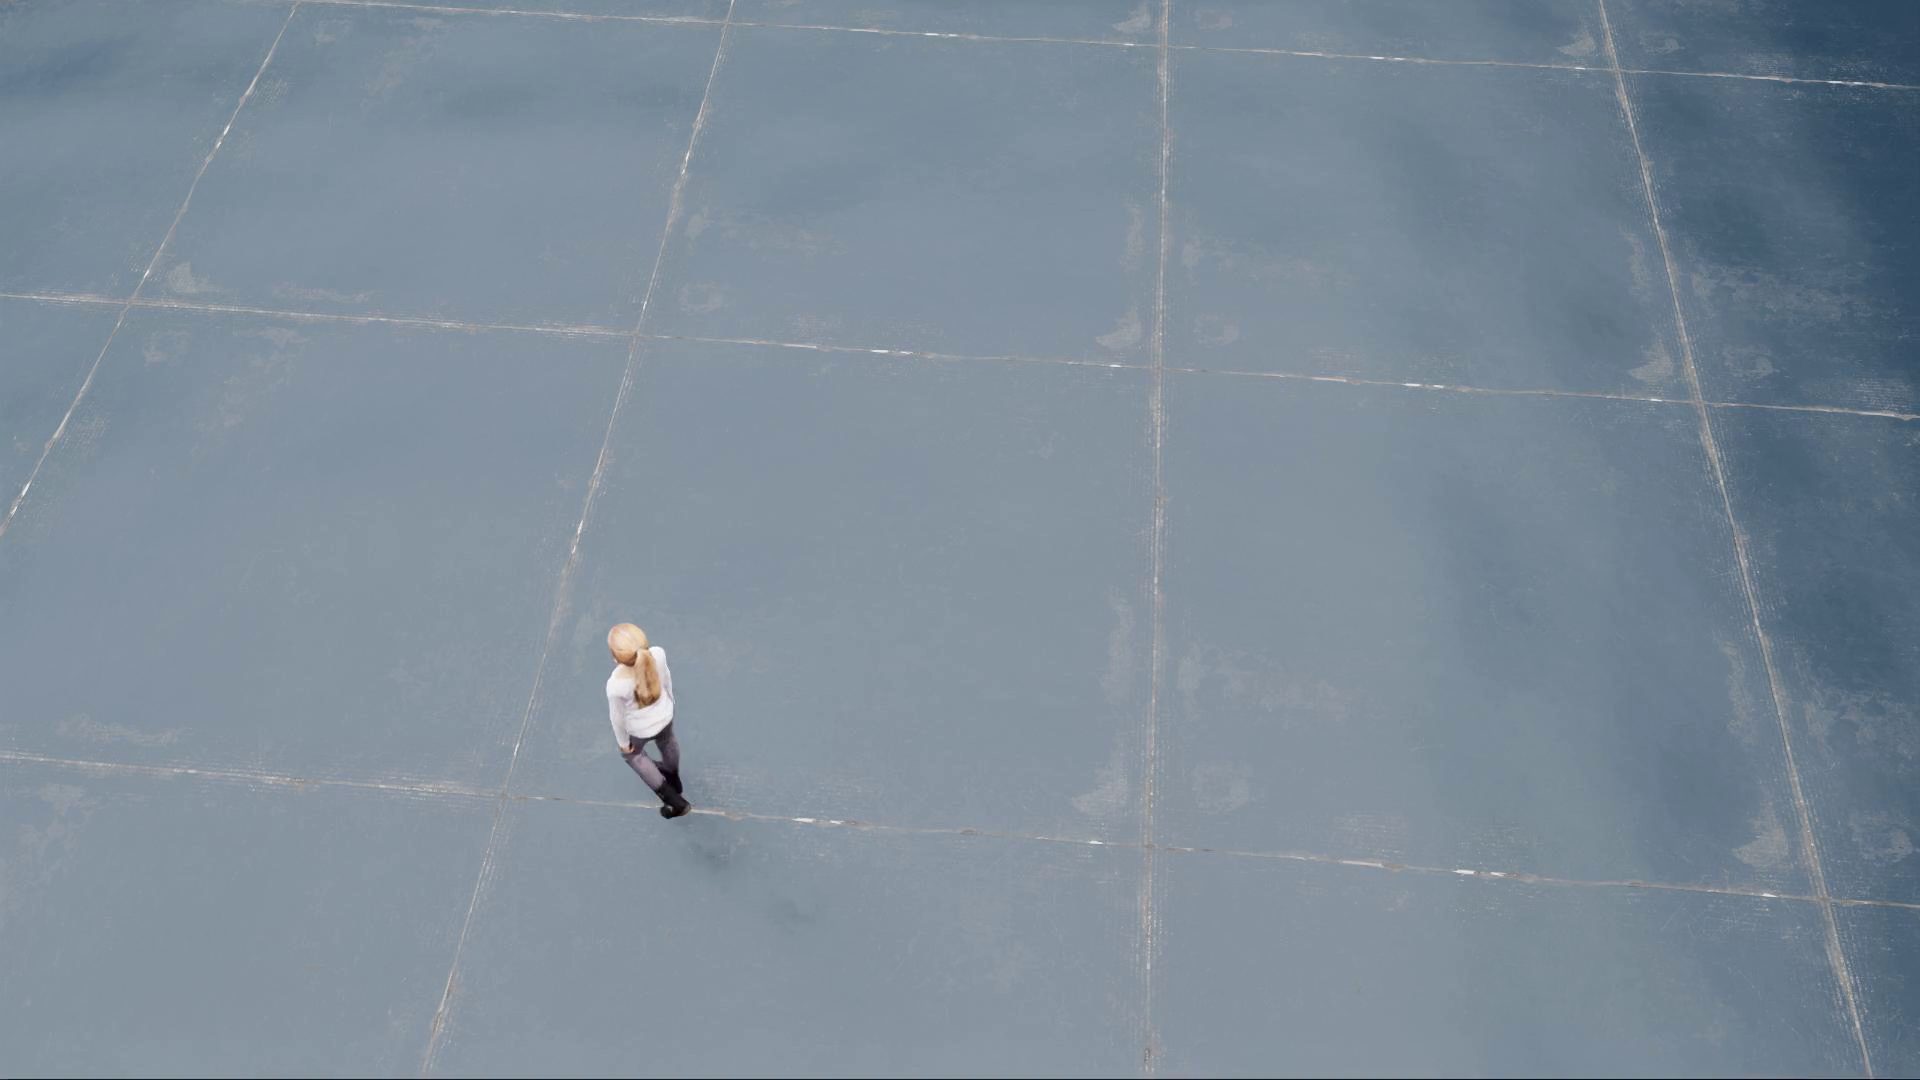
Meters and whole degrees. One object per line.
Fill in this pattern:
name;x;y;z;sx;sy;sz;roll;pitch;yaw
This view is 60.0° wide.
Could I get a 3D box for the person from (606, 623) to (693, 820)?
person;-1.315;0.806;7.204;0.730;1.273;0.660;38;61;26
